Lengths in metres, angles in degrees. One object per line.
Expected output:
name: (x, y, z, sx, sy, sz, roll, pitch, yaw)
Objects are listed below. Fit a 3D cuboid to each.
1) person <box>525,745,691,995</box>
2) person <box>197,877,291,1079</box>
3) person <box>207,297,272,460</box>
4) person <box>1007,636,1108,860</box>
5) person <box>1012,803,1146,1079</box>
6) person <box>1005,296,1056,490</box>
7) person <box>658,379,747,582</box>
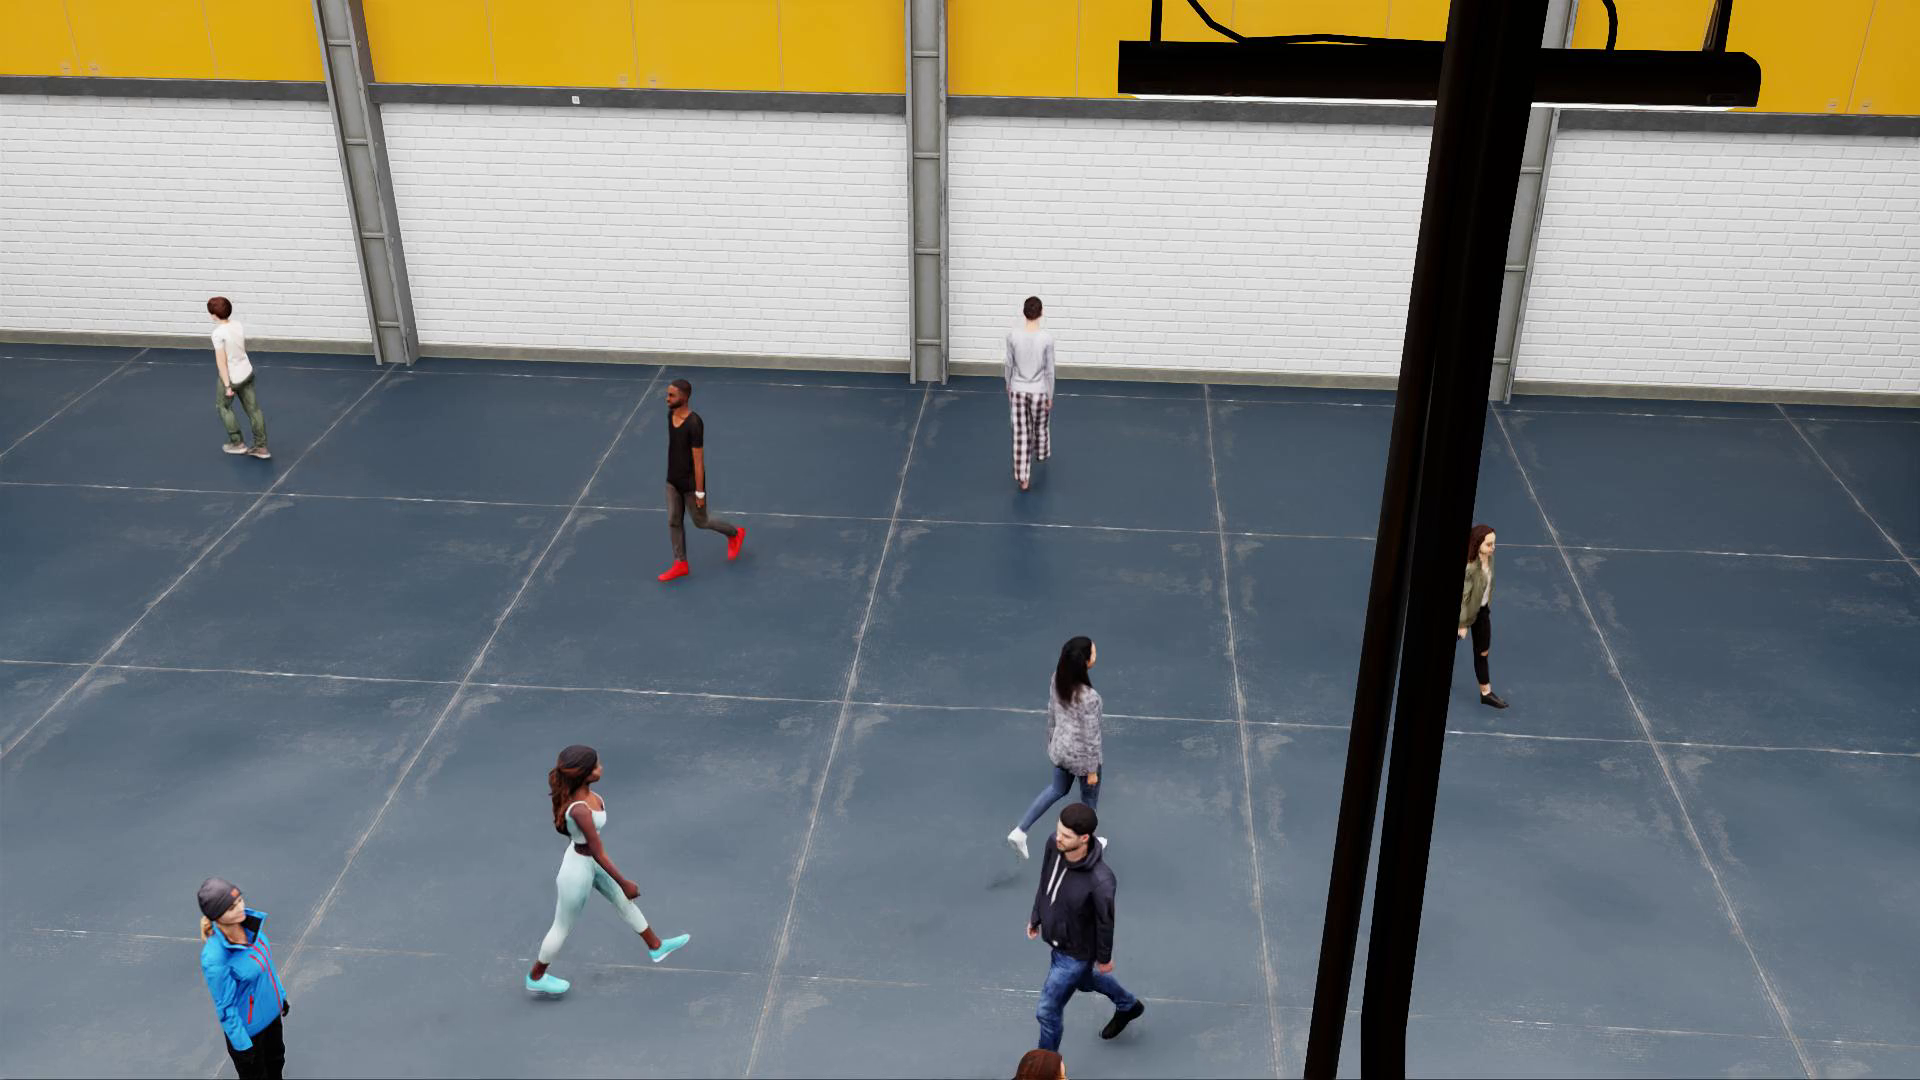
person: (-2.260, 1.972, 9.624, 1.268, 1.663, 0.835, -6, 29, -11)
person: (-3.650, 2.471, 8.569, 0.517, 1.797, 0.616, 3, 29, 6)
person: (-6.939, -1.548, 16.105, 0.837, 1.637, 0.705, 12, 31, 20)
person: (0.668, 1.388, 10.643, 1.067, 1.714, 0.961, -17, 33, -28)
person: (0.692, 2.159, 9.085, 1.316, 1.852, 1.085, -13, 31, -22)
person: (0.634, -1.335, 15.529, 1.052, 1.815, 0.774, 5, 29, 9)
person: (-2.219, -0.519, 14.069, 1.153, 1.781, 1.107, -23, 36, -35)
